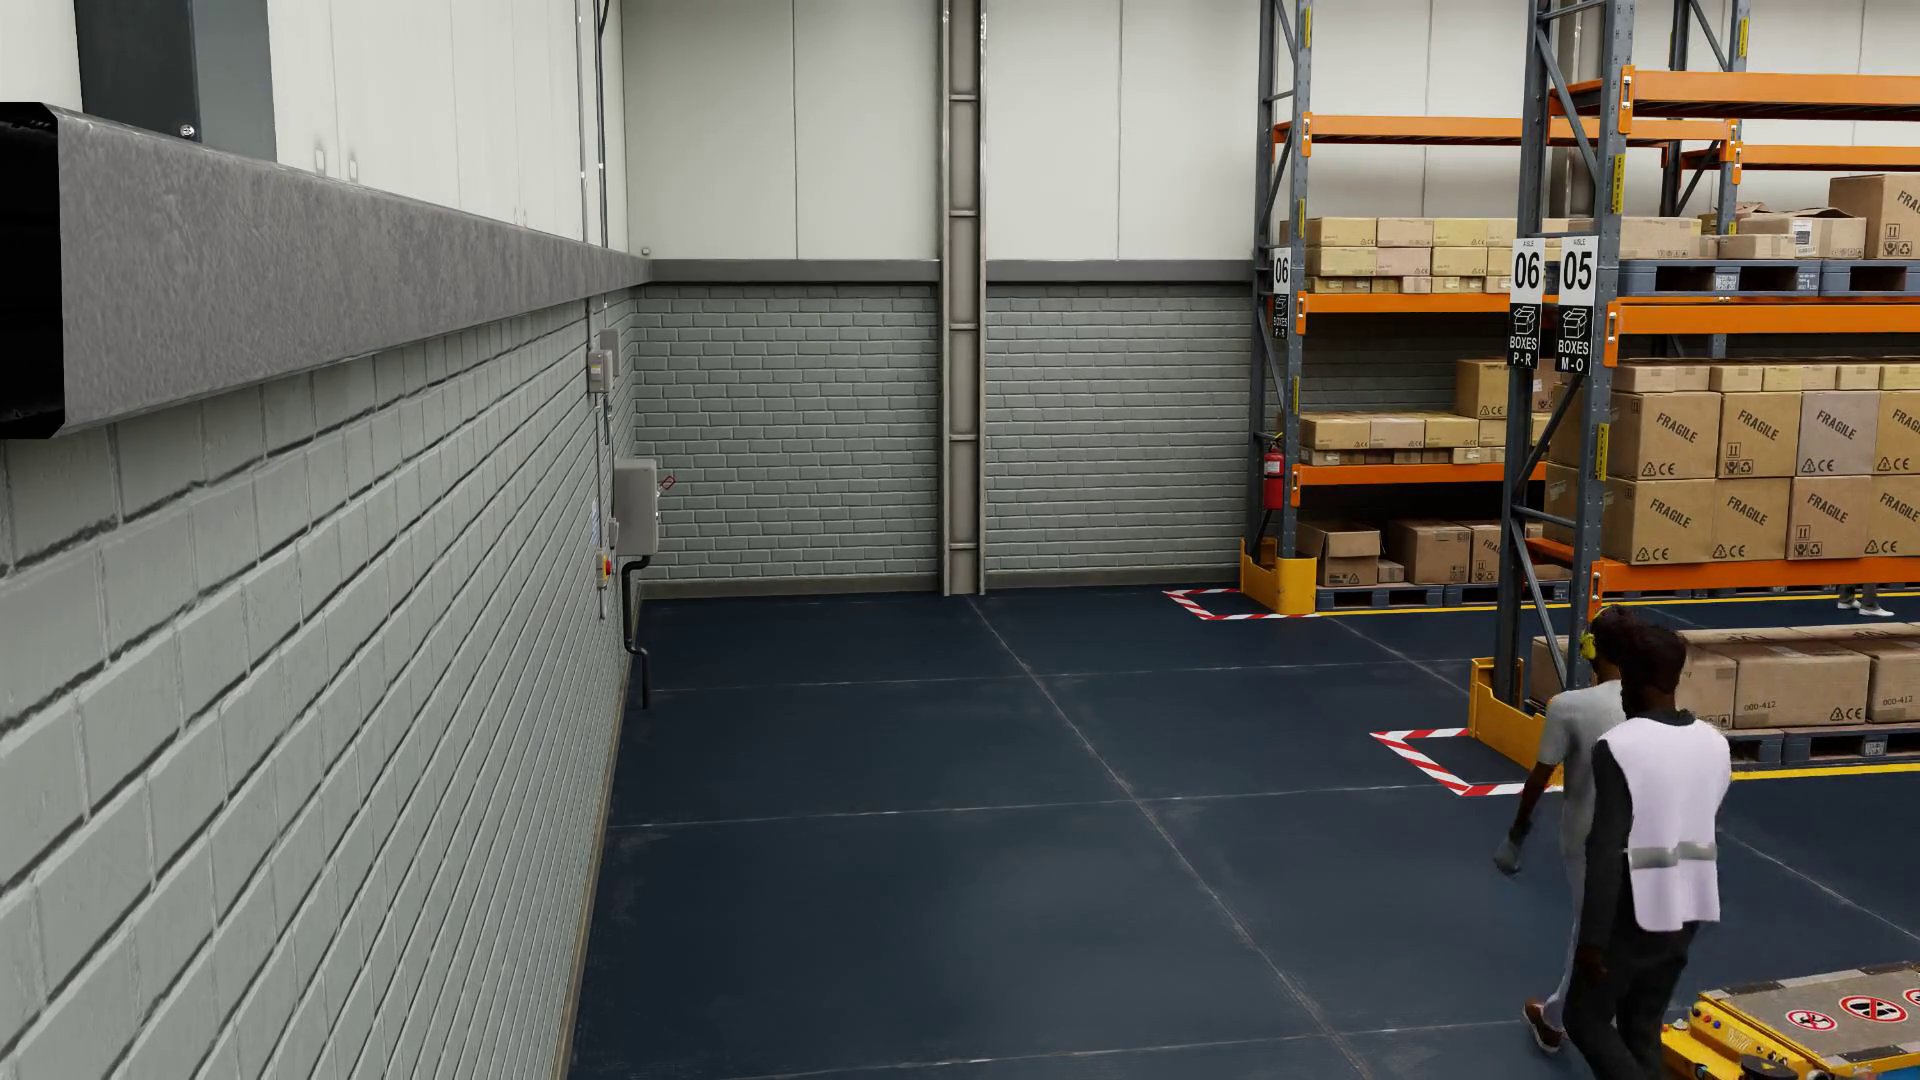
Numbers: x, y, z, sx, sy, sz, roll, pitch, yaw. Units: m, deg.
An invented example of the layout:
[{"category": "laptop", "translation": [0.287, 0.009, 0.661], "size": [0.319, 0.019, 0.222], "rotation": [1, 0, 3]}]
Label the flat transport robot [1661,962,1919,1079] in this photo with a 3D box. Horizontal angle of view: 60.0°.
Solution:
[{"category": "flat transport robot", "translation": [3.402, 1.884, 6.317], "size": [1.431, 0.197, 0.652], "rotation": [-3, 10, -17]}]

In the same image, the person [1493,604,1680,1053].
[{"category": "person", "translation": [2.305, 1.137, 6.178], "size": [0.547, 1.815, 0.924], "rotation": [-2, 10, -15]}]

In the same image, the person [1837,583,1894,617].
[{"category": "person", "translation": [8.062, -0.284, 14.644], "size": [0.403, 1.918, 0.584], "rotation": [-2, 9, -10]}]

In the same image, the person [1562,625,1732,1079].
[{"category": "person", "translation": [2.239, 1.226, 5.401], "size": [0.640, 1.882, 0.486], "rotation": [-5, 10, -28]}]
